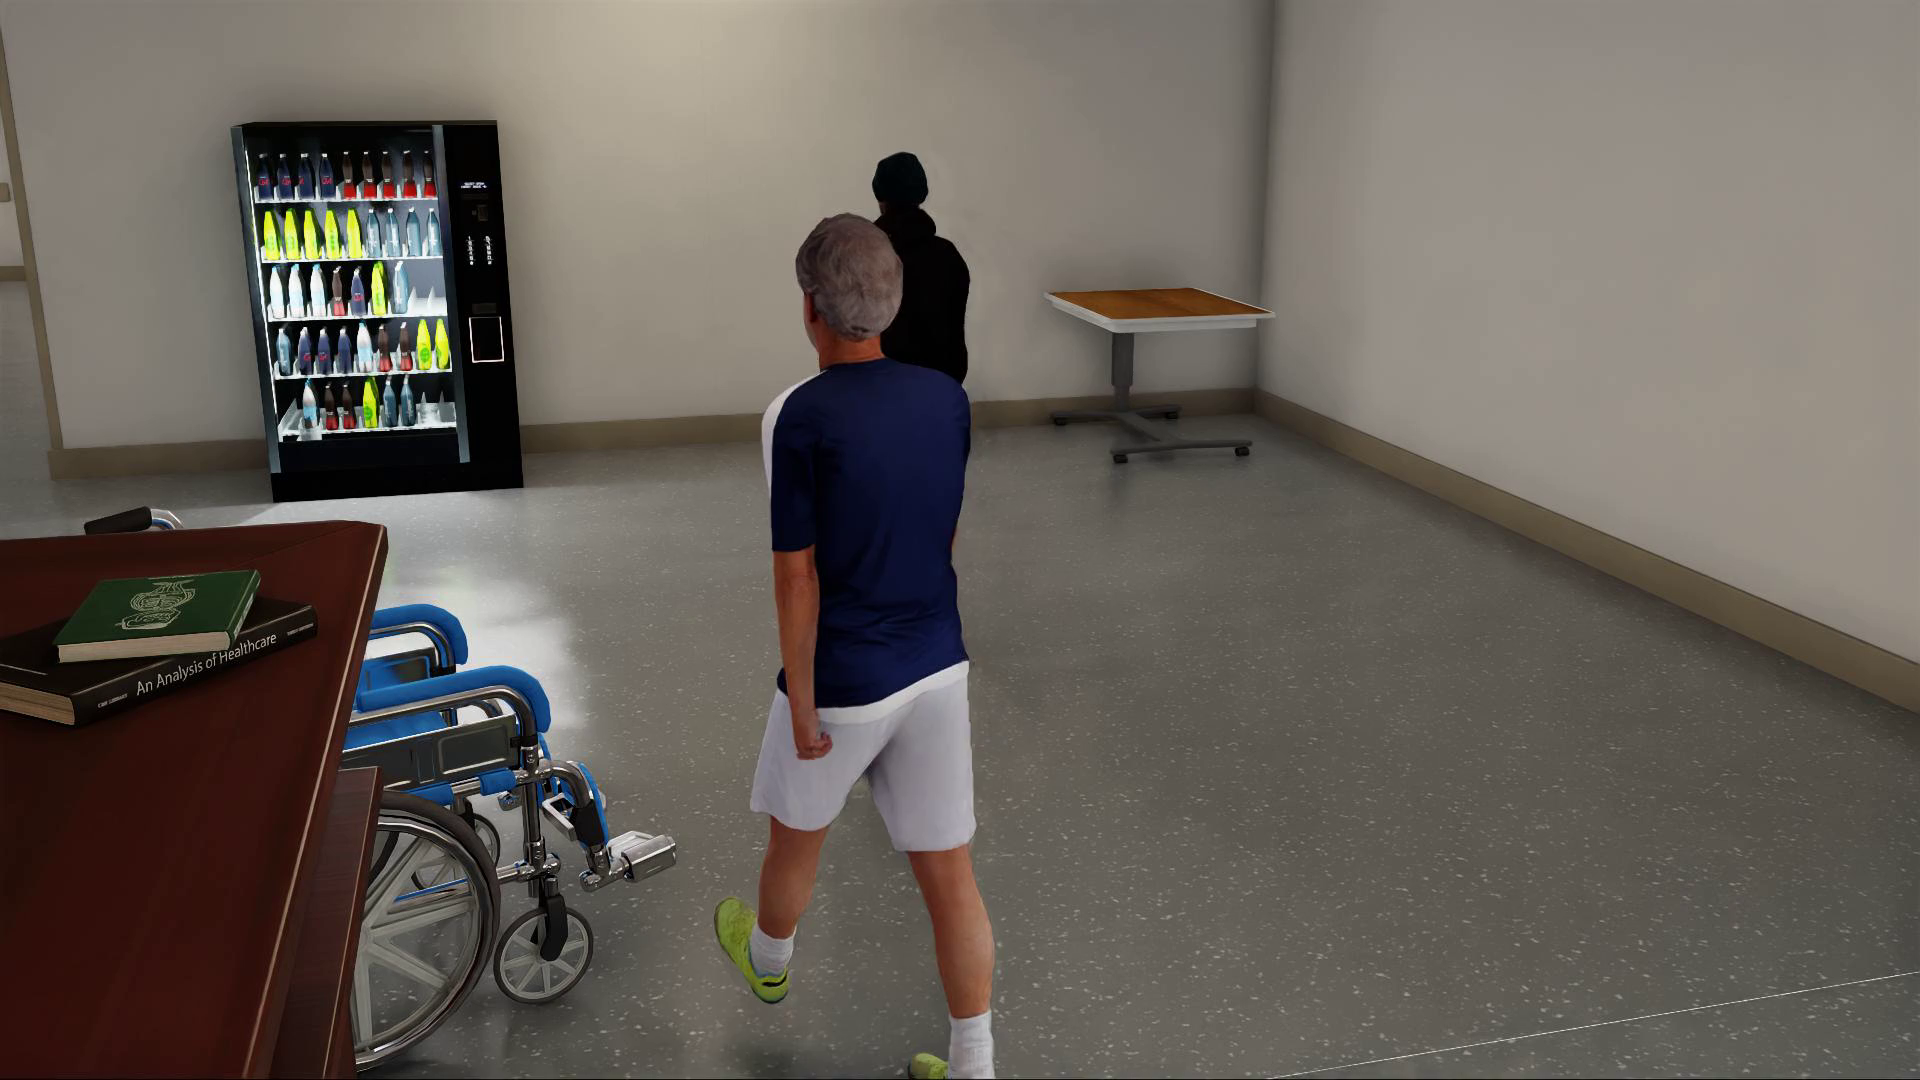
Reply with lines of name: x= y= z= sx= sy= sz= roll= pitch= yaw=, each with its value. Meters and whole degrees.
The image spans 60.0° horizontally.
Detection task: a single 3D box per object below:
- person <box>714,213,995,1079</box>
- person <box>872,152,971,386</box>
person: x=-0.119 y=0.318 z=3.257 sx=1.178 sy=1.780 sz=0.964 roll=-11 pitch=19 yaw=-34
person: x=-0.179 y=-0.441 z=5.955 sx=1.085 sy=1.776 sz=0.764 roll=-5 pitch=17 yaw=-18
